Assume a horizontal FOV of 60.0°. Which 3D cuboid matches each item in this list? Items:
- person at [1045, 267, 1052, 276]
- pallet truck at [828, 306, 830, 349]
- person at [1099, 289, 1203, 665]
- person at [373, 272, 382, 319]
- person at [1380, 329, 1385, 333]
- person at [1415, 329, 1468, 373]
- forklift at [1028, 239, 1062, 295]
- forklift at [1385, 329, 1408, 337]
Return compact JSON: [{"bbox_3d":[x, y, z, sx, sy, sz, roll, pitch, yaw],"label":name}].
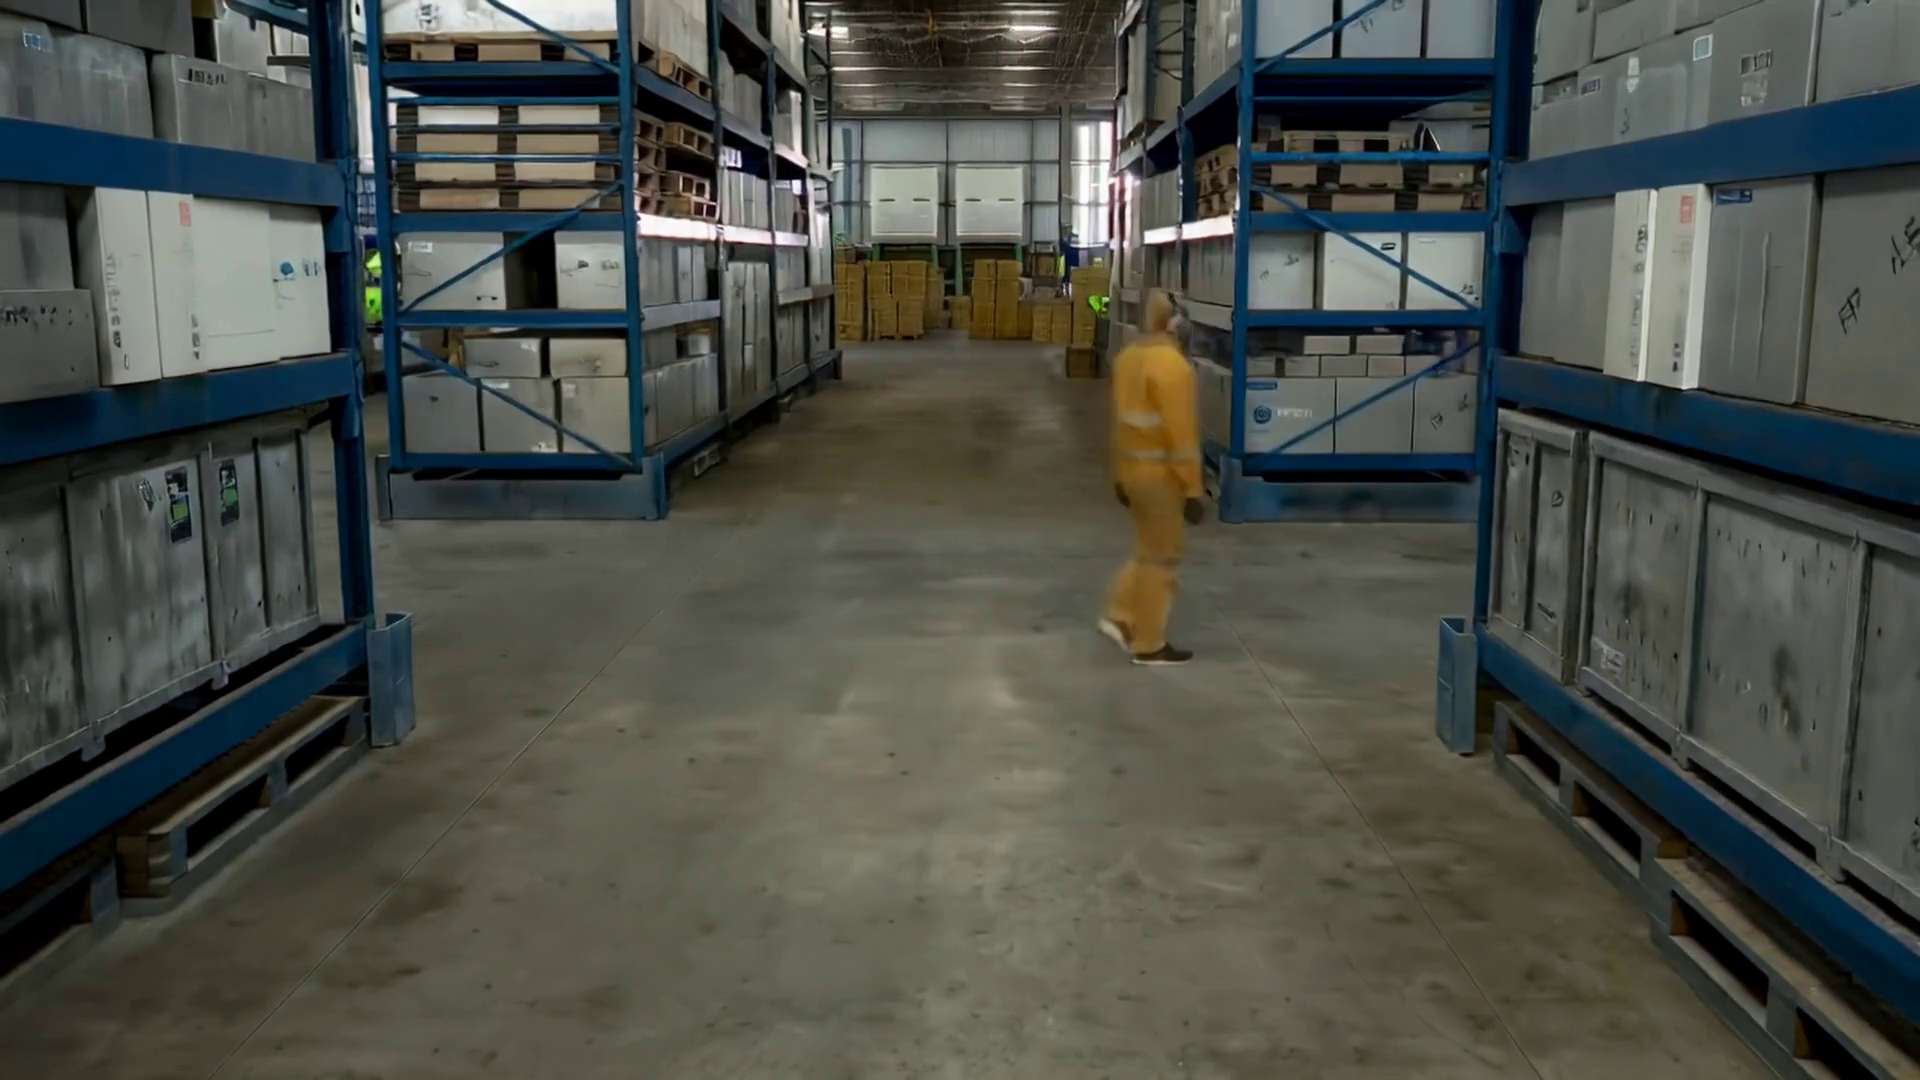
[{"bbox_3d":[3.351,-9.588,64.070,0.872,1.841,0.597,2,10,10],"label":"person"},{"bbox_3d":[-3.100,-3.940,29.800,1.885,1.965,0.823,3,10,19],"label":"pallet truck"},{"bbox_3d":[1.013,-0.305,8.348,0.414,1.891,0.668,-4,10,-24],"label":"person"},{"bbox_3d":[-20.566,-8.695,59.273,0.791,1.672,0.348,-7,12,-35],"label":"person"},{"bbox_3d":[4.769,-2.190,19.798,0.429,1.843,0.628,-6,11,-32],"label":"person"},{"bbox_3d":[5.307,-2.027,18.344,0.617,2.001,0.778,1,9,3],"label":"person"},{"bbox_3d":[3.077,-9.167,58.473,1.129,2.768,1.873,2,10,14],"label":"forklift"},{"bbox_3d":[7.816,-4.887,32.834,1.873,2.768,1.129,-2,10,-12],"label":"forklift"}]
